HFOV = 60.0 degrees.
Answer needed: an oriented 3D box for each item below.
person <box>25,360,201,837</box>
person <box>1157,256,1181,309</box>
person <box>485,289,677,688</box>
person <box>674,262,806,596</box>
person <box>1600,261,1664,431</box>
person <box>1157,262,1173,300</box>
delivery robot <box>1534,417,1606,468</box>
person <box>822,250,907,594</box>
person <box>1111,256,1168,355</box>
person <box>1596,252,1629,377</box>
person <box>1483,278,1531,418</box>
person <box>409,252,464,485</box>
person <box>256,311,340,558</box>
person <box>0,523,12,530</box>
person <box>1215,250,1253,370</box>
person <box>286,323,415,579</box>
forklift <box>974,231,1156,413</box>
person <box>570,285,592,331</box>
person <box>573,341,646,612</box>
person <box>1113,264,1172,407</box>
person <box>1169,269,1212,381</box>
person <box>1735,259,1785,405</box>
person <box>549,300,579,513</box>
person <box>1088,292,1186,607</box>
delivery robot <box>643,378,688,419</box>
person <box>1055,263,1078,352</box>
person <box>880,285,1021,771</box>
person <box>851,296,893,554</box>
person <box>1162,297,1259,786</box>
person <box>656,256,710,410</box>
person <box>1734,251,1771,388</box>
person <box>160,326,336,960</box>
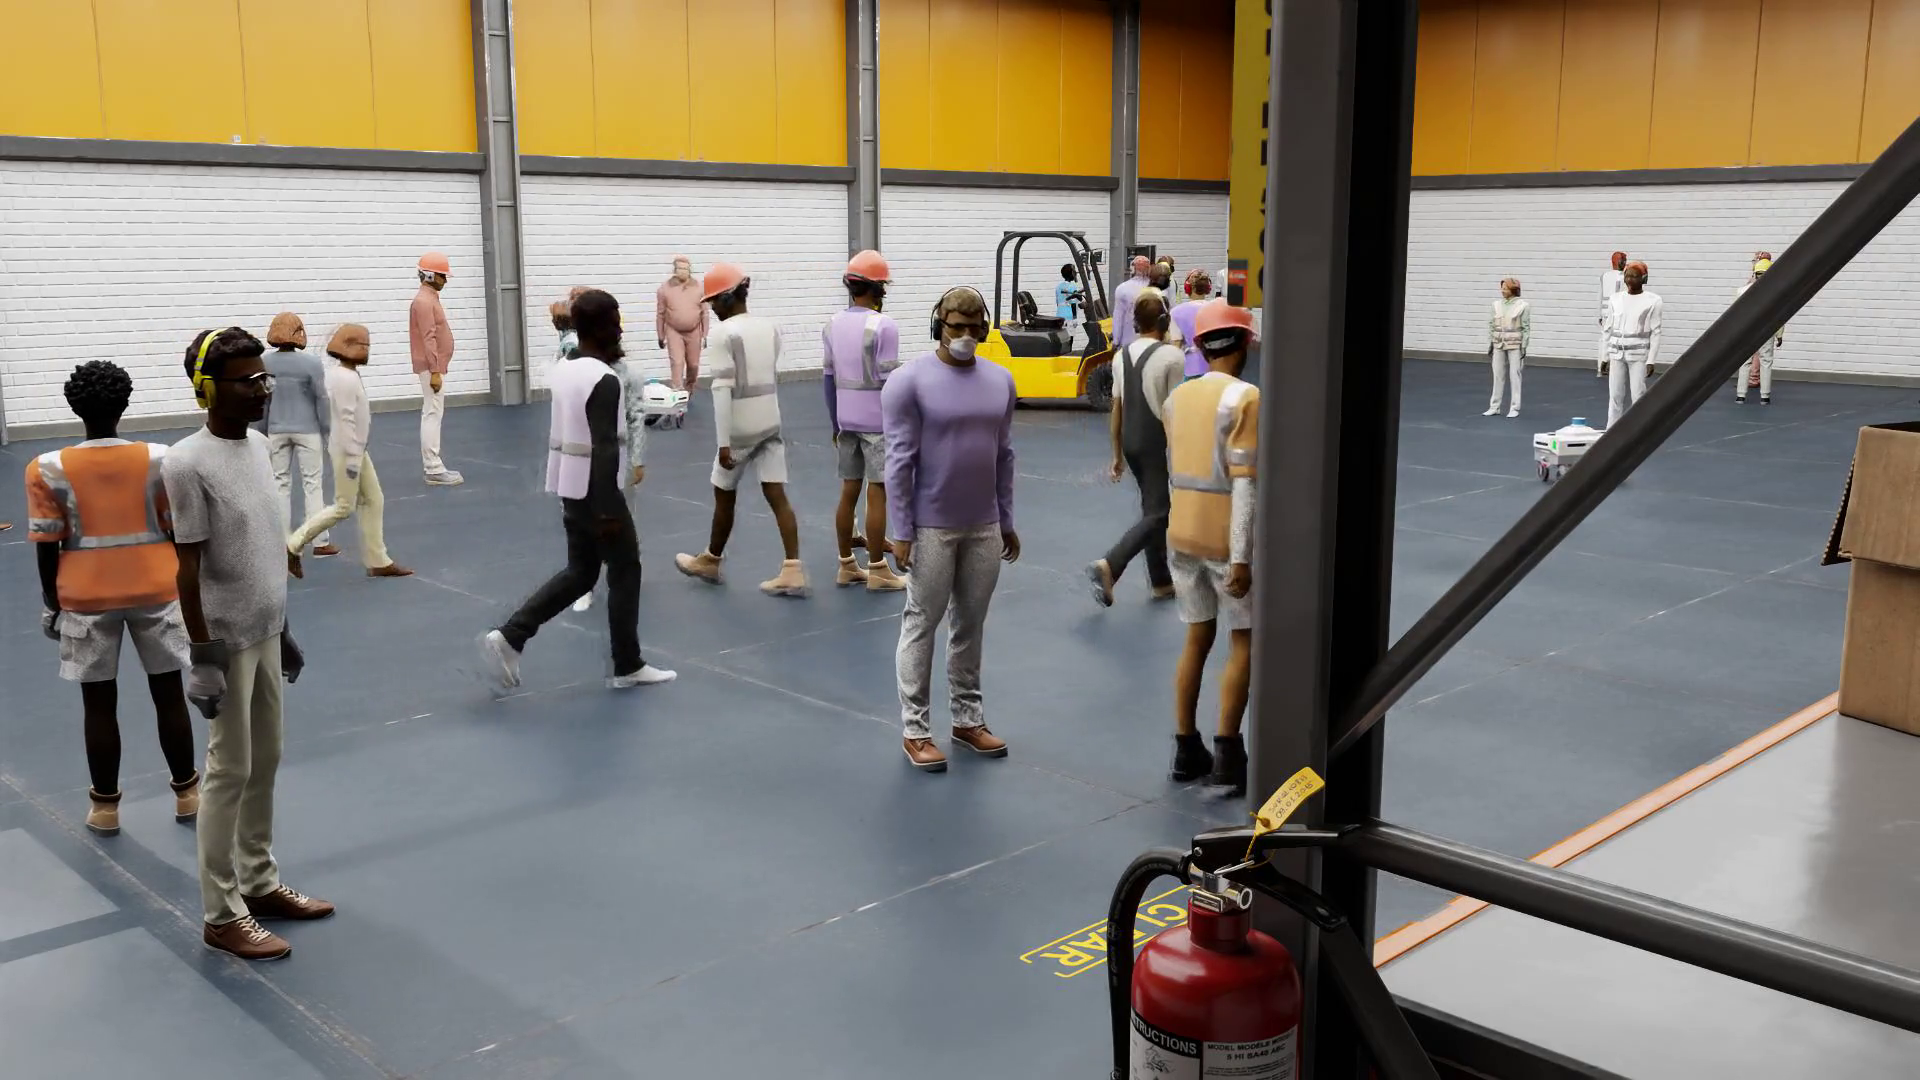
[{"bbox_3d":[-2.994,0.211,5.930,0.530,1.697,0.322,-6,12,-30],"label":"person"},{"bbox_3d":[2.905,-3.081,23.484,0.429,1.846,0.627,-4,11,-23],"label":"person"},{"bbox_3d":[-1.770,-0.207,7.699,0.801,1.893,0.597,-7,12,-32],"label":"person"},{"bbox_3d":[-1.306,-0.656,9.917,1.044,1.963,0.625,8,13,36],"label":"person"},{"bbox_3d":[6.535,-1.774,16.249,0.355,1.884,0.576,-9,14,-40],"label":"person"},{"bbox_3d":[2.768,-2.951,22.990,0.317,1.766,0.535,-2,11,-13],"label":"person"},{"bbox_3d":[5.340,-0.817,14.400,0.707,0.478,0.477,-3,11,-15],"label":"delivery robot"},{"bbox_3d":[-0.542,-0.702,9.968,0.615,2.041,0.377,10,14,43],"label":"person"},{"bbox_3d":[2.042,-2.290,19.036,0.647,1.901,0.402,-3,11,-14],"label":"person"},{"bbox_3d":[9.804,-3.366,24.921,0.353,1.886,0.573,-5,12,-27],"label":"person"},{"bbox_3d":[6.438,-2.252,19.528,0.315,1.636,0.514,-9,14,-40],"label":"person"},{"bbox_3d":[-4.518,-1.471,14.314,0.388,1.987,0.608,-3,11,-18],"label":"person"},{"bbox_3d":[-4.394,-0.686,10.993,0.498,1.634,0.278,0,10,0],"label":"person"},{"bbox_3d":[-7.177,-0.981,11.961,0.507,1.872,0.329,6,12,30],"label":"person"},{"bbox_3d":[4.325,-3.658,26.296,0.613,1.963,0.362,4,11,19],"label":"person"},{"bbox_3d":[-3.823,-0.531,10.235,0.728,1.603,0.523,-3,11,-15],"label":"person"},{"bbox_3d":[1.222,-2.721,20.561,2.313,2.155,1.214,2,11,13],"label":"forklift"},{"bbox_3d":[-3.897,-1.800,17.045,0.383,1.626,0.530,2,11,12],"label":"person"},{"bbox_3d":[-2.064,-0.484,9.692,0.500,1.720,0.692,-1,10,-4],"label":"person"},{"bbox_3d":[2.048,-2.090,18.147,0.580,1.825,0.640,-2,11,-11],"label":"person"},{"bbox_3d":[2.039,-1.390,14.250,0.563,1.848,0.390,-3,11,-18],"label":"person"},{"bbox_3d":[10.086,-2.624,21.019,0.601,1.831,0.404,4,11,23],"label":"person"},{"bbox_3d":[-2.989,-1.026,12.839,0.311,1.636,0.521,-2,11,-13],"label":"person"},{"bbox_3d":[1.039,-0.503,9.503,0.777,1.820,0.526,-8,13,-37],"label":"person"},{"bbox_3d":[-3.368,-1.550,18.393,0.707,0.478,0.477,4,11,21],"label":"delivery robot"},{"bbox_3d":[1.663,-3.418,25.721,0.319,1.697,0.532,-5,12,-25],"label":"person"},{"bbox_3d":[-0.023,-0.052,6.718,0.627,1.935,0.371,-7,13,-34],"label":"person"},{"bbox_3d":[-0.618,-0.840,11.189,0.531,1.870,0.317,9,14,42],"label":"person"},{"bbox_3d":[1.009,0.002,6.537,0.507,1.889,0.593,-7,12,-33],"label":"person"},{"bbox_3d":[-3.440,-2.571,20.602,0.656,1.884,0.766,-3,11,-18],"label":"person"},{"bbox_3d":[11.179,-3.087,23.345,0.642,1.908,0.409,-10,14,-43],"label":"person"},{"bbox_3d":[-2.131,0.301,4.971,0.312,1.869,0.538,1,10,5],"label":"person"}]
